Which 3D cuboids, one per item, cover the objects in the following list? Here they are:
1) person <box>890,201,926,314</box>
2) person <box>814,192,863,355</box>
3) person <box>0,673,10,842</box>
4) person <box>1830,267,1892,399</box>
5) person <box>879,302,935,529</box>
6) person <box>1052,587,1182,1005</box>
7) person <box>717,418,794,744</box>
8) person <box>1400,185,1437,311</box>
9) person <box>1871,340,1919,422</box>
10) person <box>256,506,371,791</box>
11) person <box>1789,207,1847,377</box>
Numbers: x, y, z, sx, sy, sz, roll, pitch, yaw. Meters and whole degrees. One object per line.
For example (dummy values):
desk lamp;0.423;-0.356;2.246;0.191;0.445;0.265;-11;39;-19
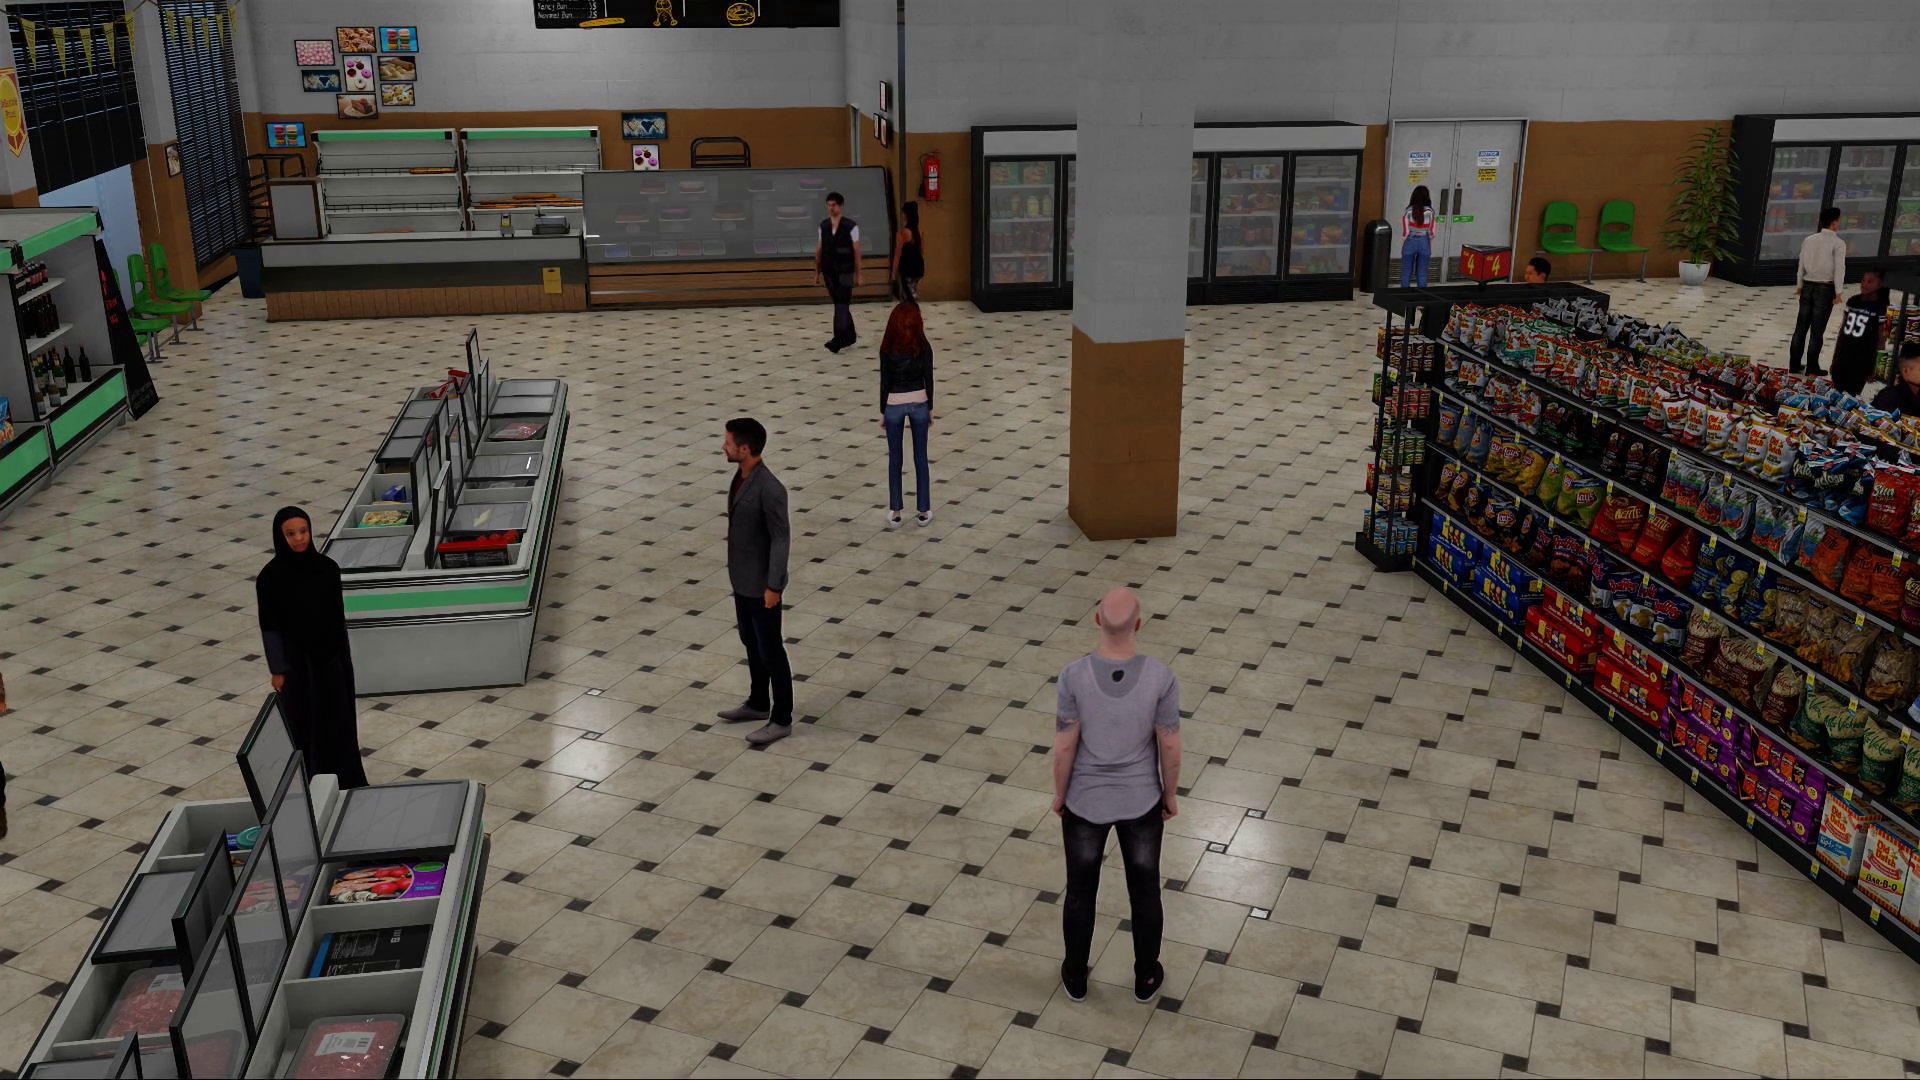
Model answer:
person;-0.520;-3.181;19.742;0.906;1.649;0.845;13;23;34
person;-1.355;-3.067;19.157;1.053;1.806;1.227;8;20;22
person;-4.993;0.778;8.322;0.631;1.443;0.682;-6;19;-16
person;8.087;-1.584;14.901;0.767;1.716;0.914;-7;20;-19
person;-0.420;-0.980;12.998;0.597;1.787;0.547;-1;19;-4
person;0.632;1.058;6.876;0.733;1.837;0.672;1;19;4
person;-1.139;0.211;9.334;0.826;1.871;0.661;-11;21;-29
person;5.958;-3.819;21.689;0.661;1.614;0.633;4;19;11
person;6.330;-0.439;11.282;0.824;1.858;0.806;-10;21;-27
person;-3.347;0.601;8.577;0.710;1.615;0.747;-17;25;-40
person;9.311;-2.698;18.058;0.792;1.810;0.607;-10;21;-28
